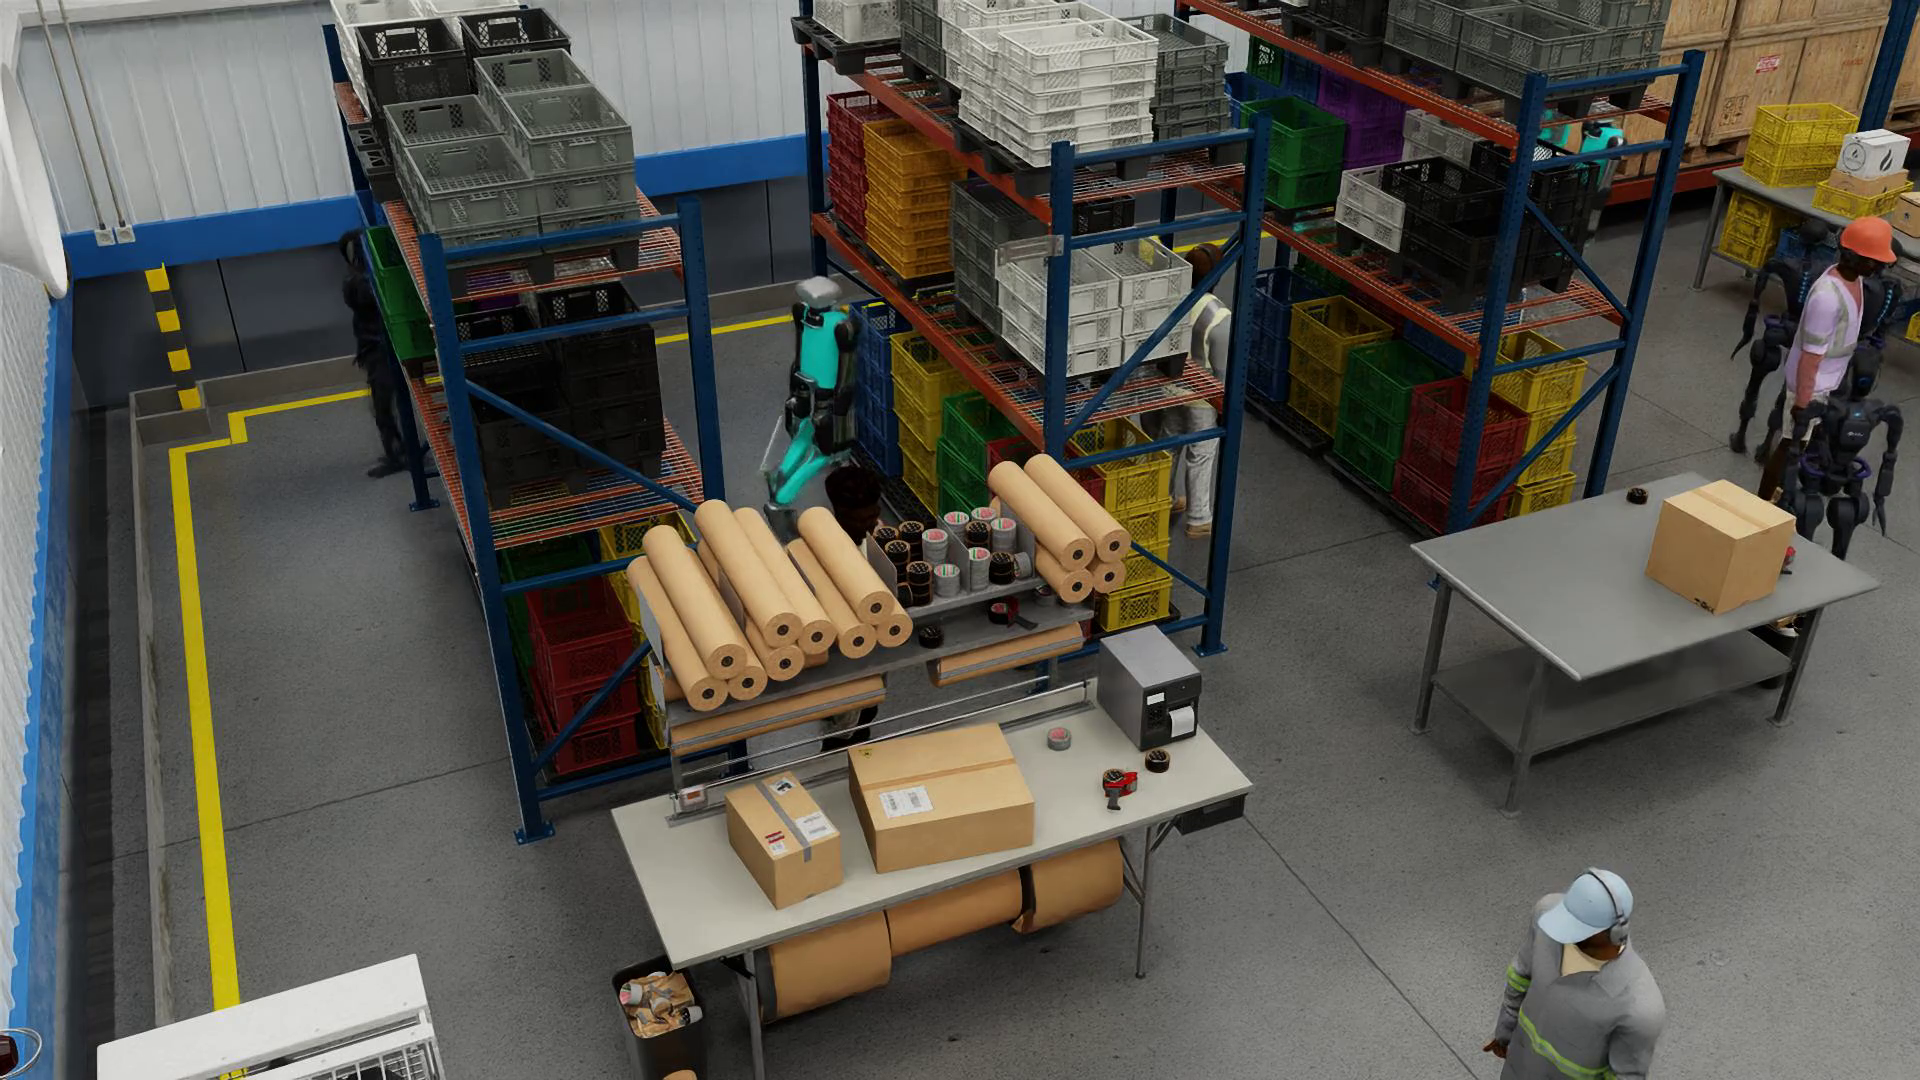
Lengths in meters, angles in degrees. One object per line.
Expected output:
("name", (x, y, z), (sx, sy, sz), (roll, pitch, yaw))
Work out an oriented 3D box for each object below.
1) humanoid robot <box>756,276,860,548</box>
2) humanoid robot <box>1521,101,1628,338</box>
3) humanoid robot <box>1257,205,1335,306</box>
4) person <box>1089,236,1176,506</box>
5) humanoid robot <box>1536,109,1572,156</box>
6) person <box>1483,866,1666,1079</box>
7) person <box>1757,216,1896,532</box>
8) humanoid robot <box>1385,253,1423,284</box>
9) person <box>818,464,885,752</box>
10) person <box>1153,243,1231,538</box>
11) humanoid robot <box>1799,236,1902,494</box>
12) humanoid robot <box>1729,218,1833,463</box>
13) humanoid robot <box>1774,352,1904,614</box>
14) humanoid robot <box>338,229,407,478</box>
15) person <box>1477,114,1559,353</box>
("humanoid robot", (-0.972, -0.560, 9.476), (0.867, 1.772, 0.597), (-23, 38, -32))
("humanoid robot", (4.441, -2.370, 12.407), (0.738, 1.782, 0.538), (-4, 32, -6))
("humanoid robot", (2.710, -2.484, 12.640), (0.999, 1.773, 0.531), (19, 36, 28))
("person", (1.067, -1.032, 10.163), (0.588, 1.823, 0.403), (12, 34, 19))
("humanoid robot", (4.400, -2.846, 13.187), (0.750, 1.775, 0.530), (10, 33, 15))
("person", (1.969, 1.795, 5.550), (0.393, 1.848, 0.586), (-12, 33, -18))
("person", (5.090, -0.952, 9.842), (0.398, 2.031, 0.611), (22, 38, 31))
("humanoid robot", (3.320, -2.147, 12.114), (0.358, 1.644, 0.614), (25, 40, 34))
("person", (-0.479, 0.526, 7.499), (0.361, 1.962, 0.612), (14, 34, 22))
("person", (1.408, -0.888, 9.910), (0.429, 1.846, 0.626), (-21, 37, -30))
("humanoid robot", (5.554, -1.133, 10.498), (0.623, 1.635, 0.609), (-12, 34, -19))
("humanoid robot", (5.314, -1.281, 10.704), (0.590, 1.651, 0.360), (11, 33, 17))
("humanoid robot", (4.748, -0.255, 9.072), (0.589, 1.670, 0.470), (6, 32, 10))
("humanoid robot", (-3.718, -1.176, 10.538), (0.466, 1.653, 0.586), (-21, 37, -30))
("person", (3.956, -2.215, 12.029), (0.573, 1.882, 0.355), (-2, 32, -3))
